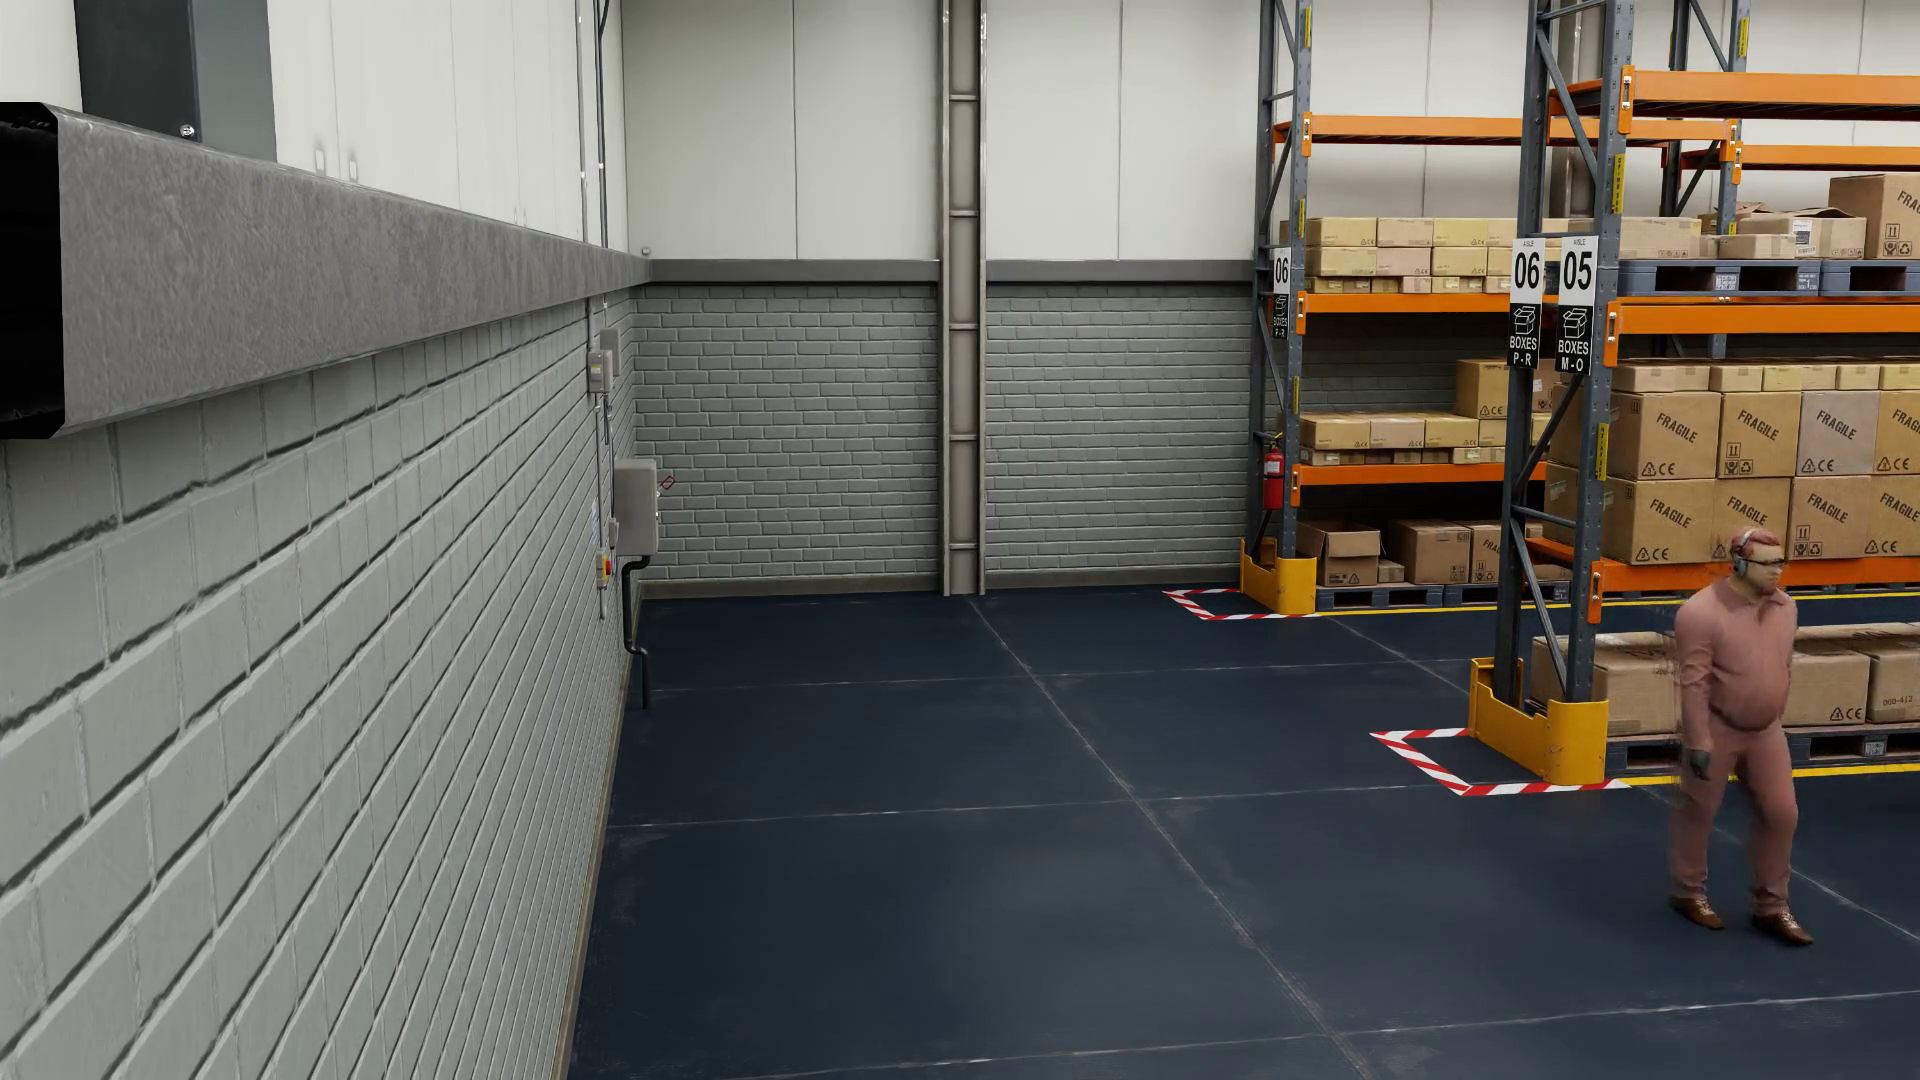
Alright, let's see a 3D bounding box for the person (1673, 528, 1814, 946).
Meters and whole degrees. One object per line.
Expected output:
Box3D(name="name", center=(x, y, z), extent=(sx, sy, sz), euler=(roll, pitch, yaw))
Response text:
Box3D(name="person", center=(3.543, 0.891, 7.486), extent=(0.658, 1.882, 0.747), euler=(-2, 9, -13))
